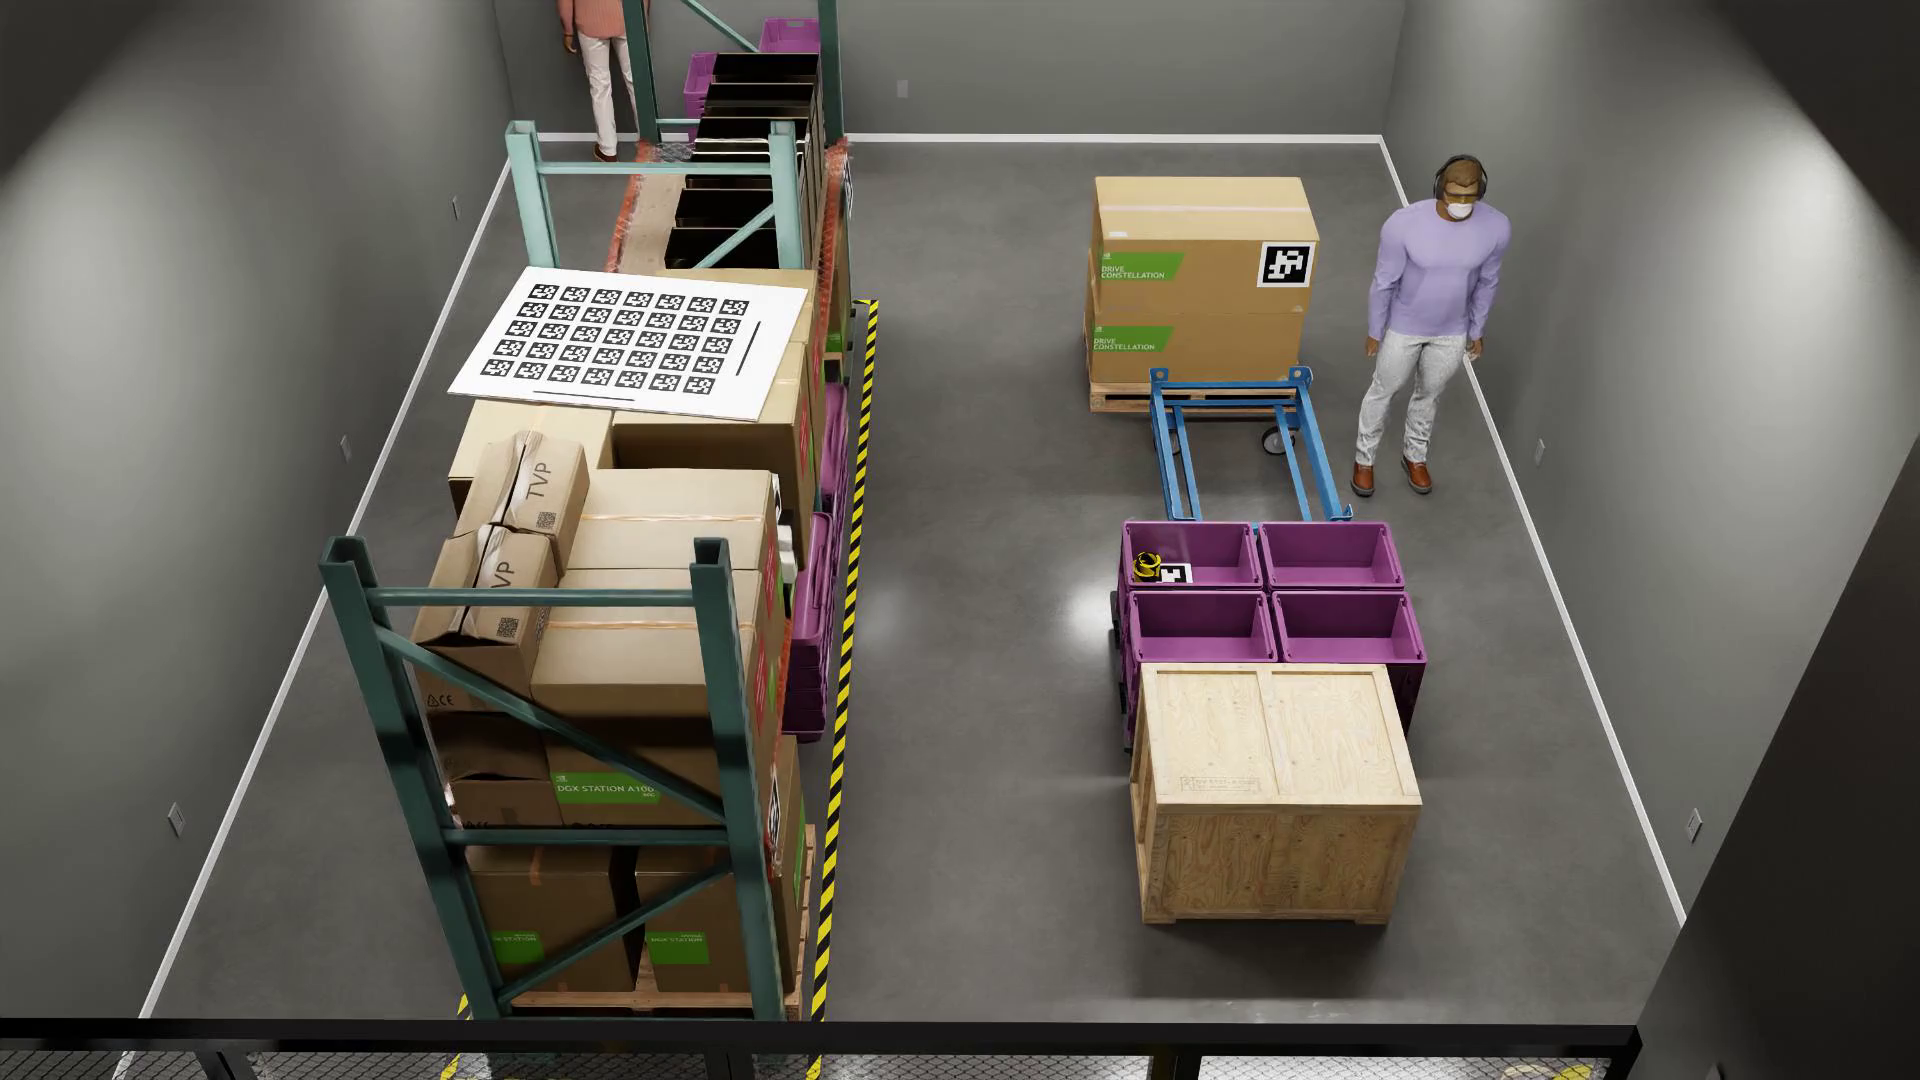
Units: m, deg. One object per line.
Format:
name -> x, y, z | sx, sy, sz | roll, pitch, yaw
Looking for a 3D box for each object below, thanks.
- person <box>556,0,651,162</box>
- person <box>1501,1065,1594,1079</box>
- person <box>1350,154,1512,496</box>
person -> -2.338, -3.423, 10.974 | 0.609, 1.996, 0.379 | -16, 44, -17
person -> 1.624, 2.067, 4.835 | 0.403, 1.830, 0.599 | 5, 42, 6
person -> 2.338, -1.061, 8.323 | 0.629, 1.939, 0.374 | -1, 41, -1
